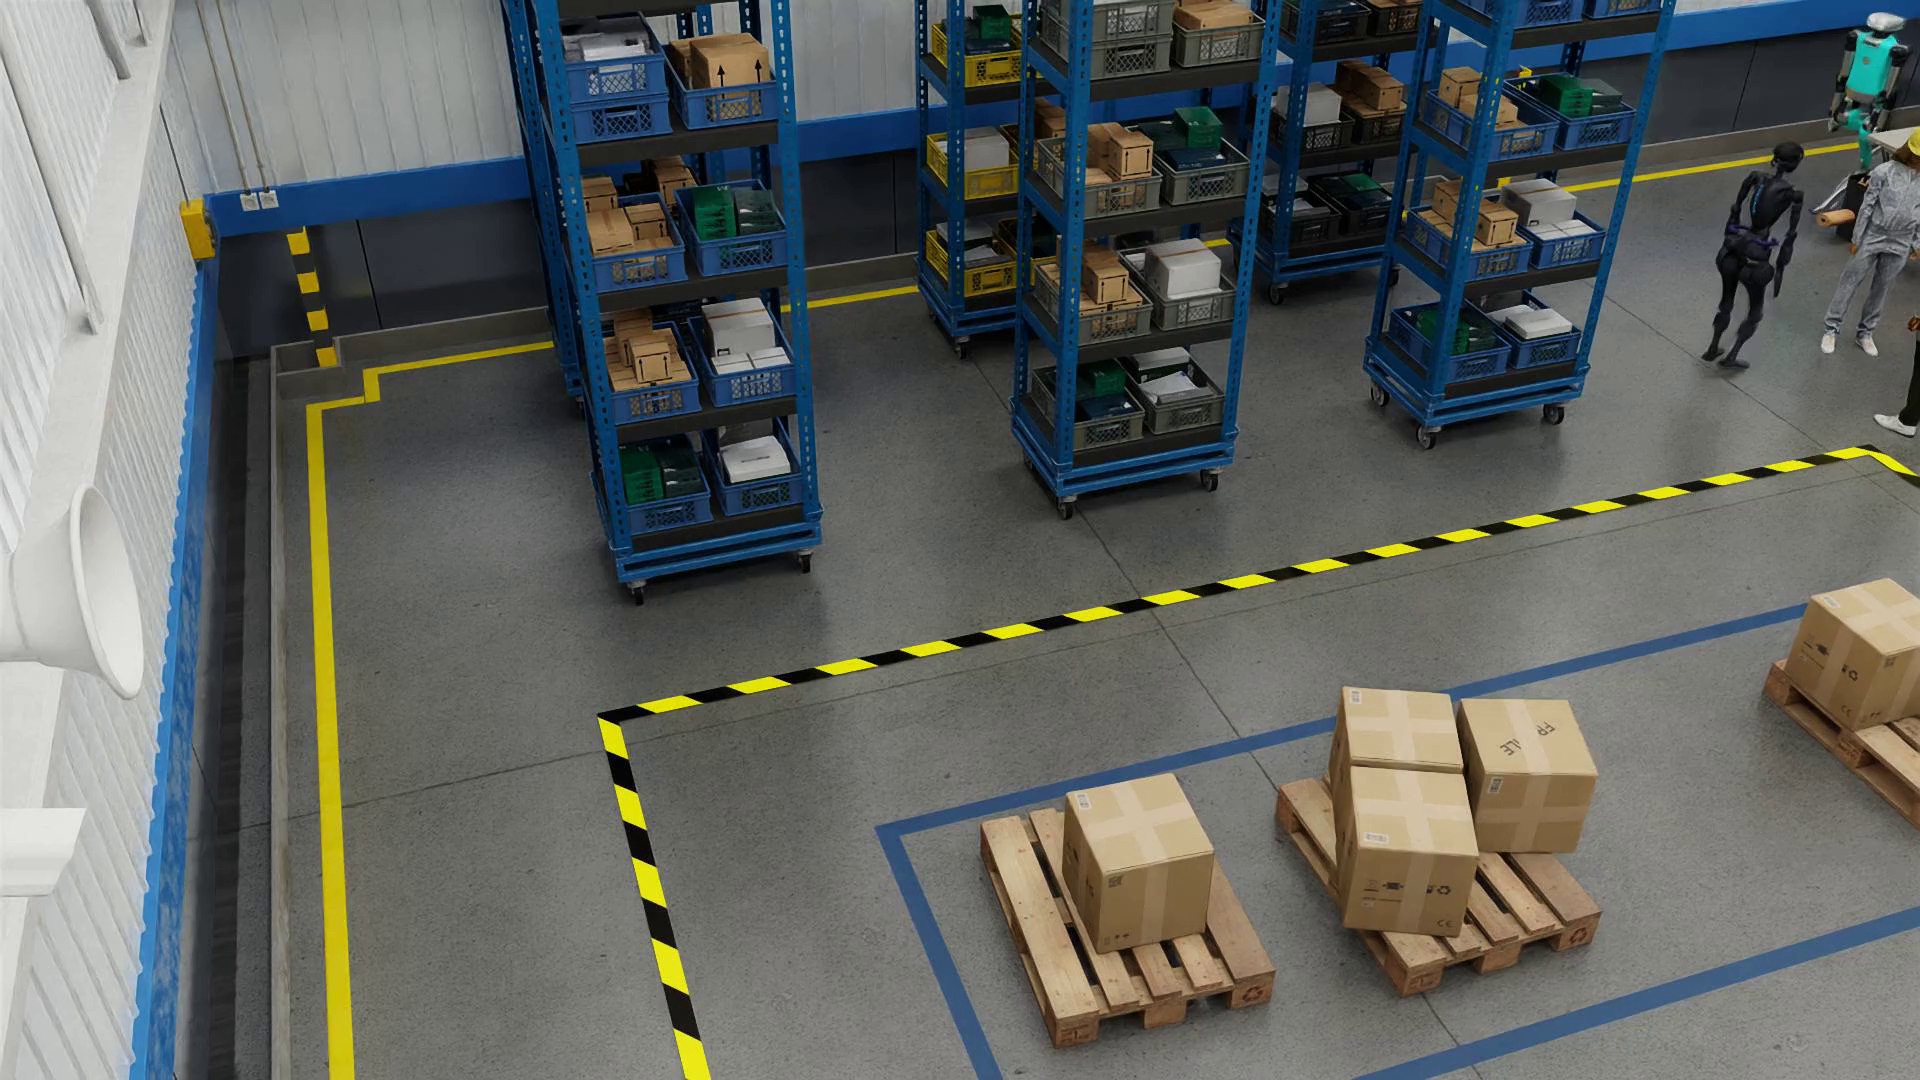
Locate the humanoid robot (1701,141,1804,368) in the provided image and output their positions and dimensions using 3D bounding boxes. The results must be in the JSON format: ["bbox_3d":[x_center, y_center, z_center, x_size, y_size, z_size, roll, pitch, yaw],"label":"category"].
[{"bbox_3d":[5.552,-2.010,11.697,0.364,1.645,0.589,-16,38,-21],"label":"humanoid robot"}]

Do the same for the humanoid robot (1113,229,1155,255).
[{"bbox_3d":[1.263,-1.889,11.568,0.826,1.627,0.595,-12,37,-17],"label":"humanoid robot"}]

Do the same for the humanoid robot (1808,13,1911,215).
[{"bbox_3d":[7.599,-3.535,13.826,1.013,1.756,0.531,-19,39,-25],"label":"humanoid robot"}]

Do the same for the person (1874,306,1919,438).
[{"bbox_3d":[6.469,-1.544,10.871,0.593,1.849,0.393,-12,37,-16],"label":"person"}]

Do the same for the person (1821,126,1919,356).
[{"bbox_3d":[6.565,-2.111,11.777,0.484,1.733,0.307,5,35,7],"label":"person"}]
